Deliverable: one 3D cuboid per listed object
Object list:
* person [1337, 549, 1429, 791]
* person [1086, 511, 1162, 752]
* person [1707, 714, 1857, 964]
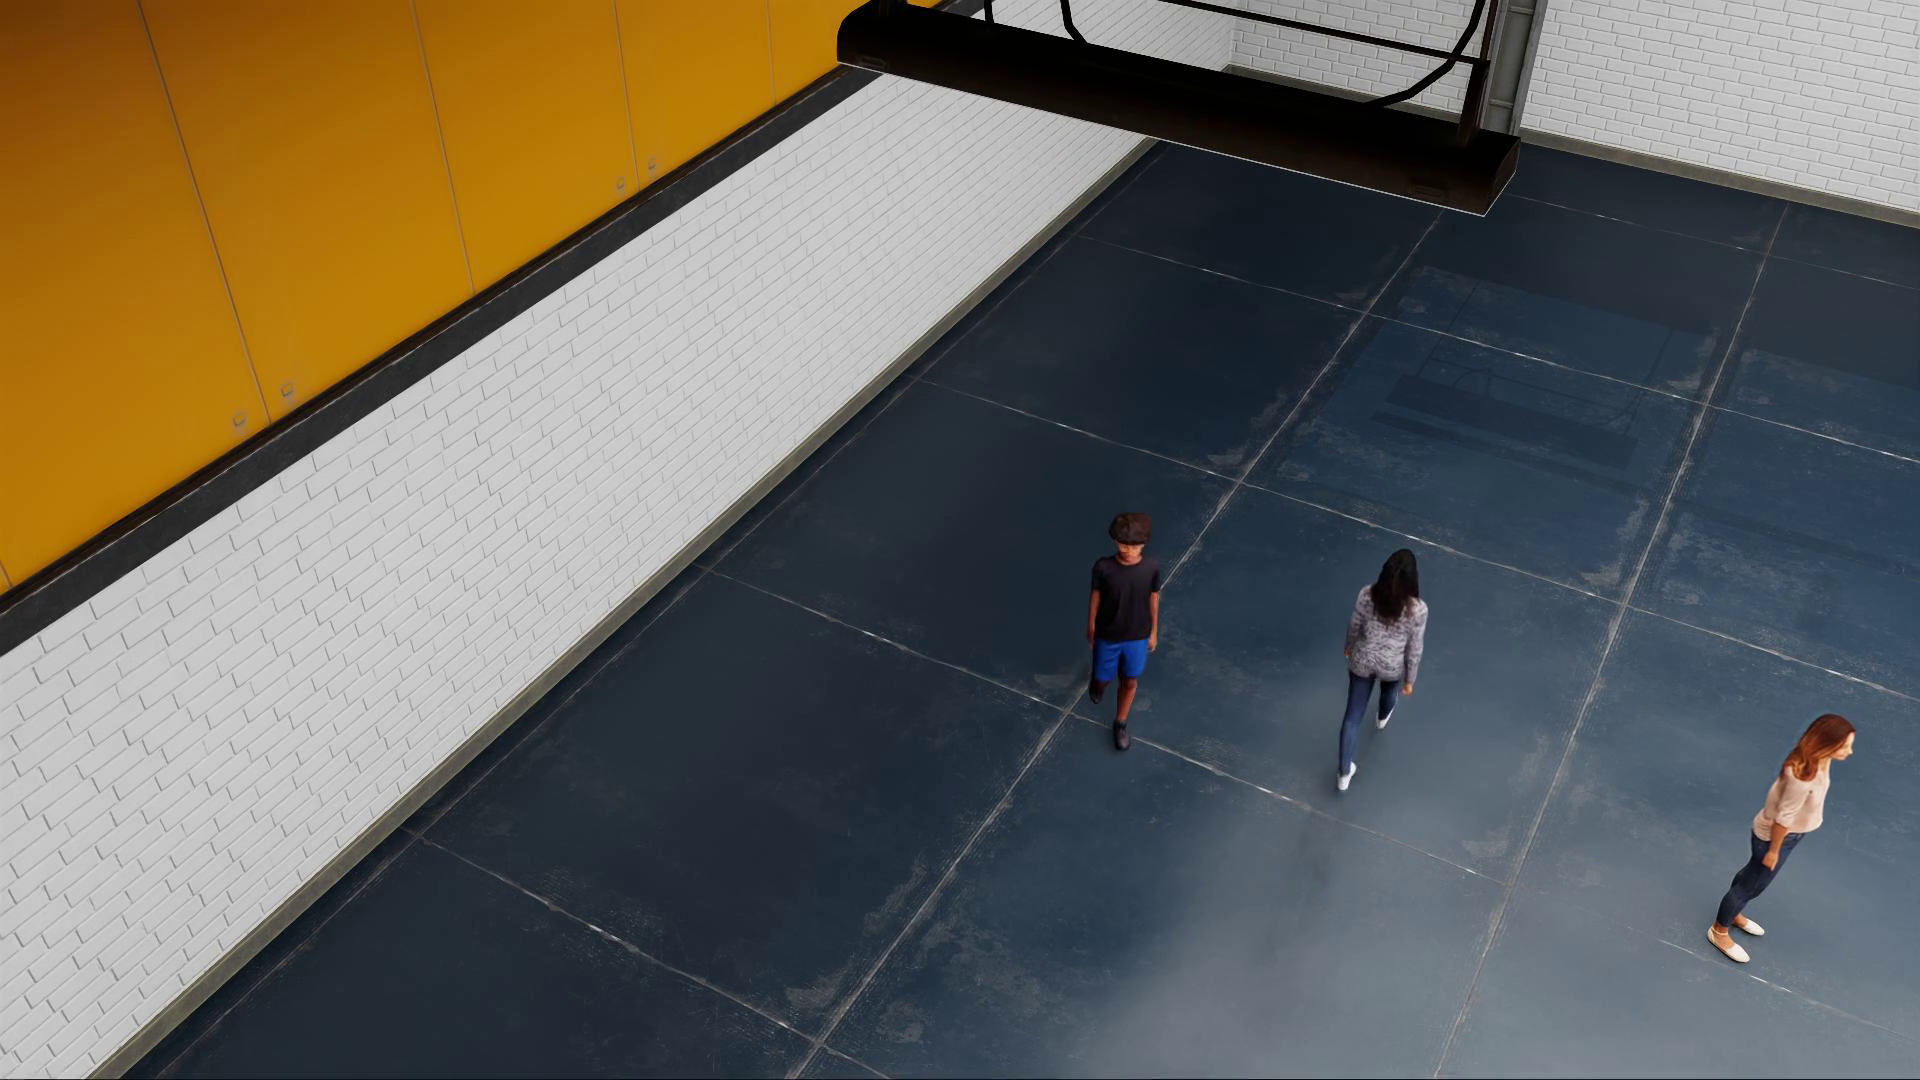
[{"bbox_3d":[2.554,0.823,10.271,1.097,1.680,0.758,16,41,19],"label":"person"},{"bbox_3d":[1.026,0.510,10.580,0.918,1.784,0.921,-2,39,-3],"label":"person"},{"bbox_3d":[4.531,1.610,9.197,0.589,1.791,0.634,29,47,31],"label":"person"}]
